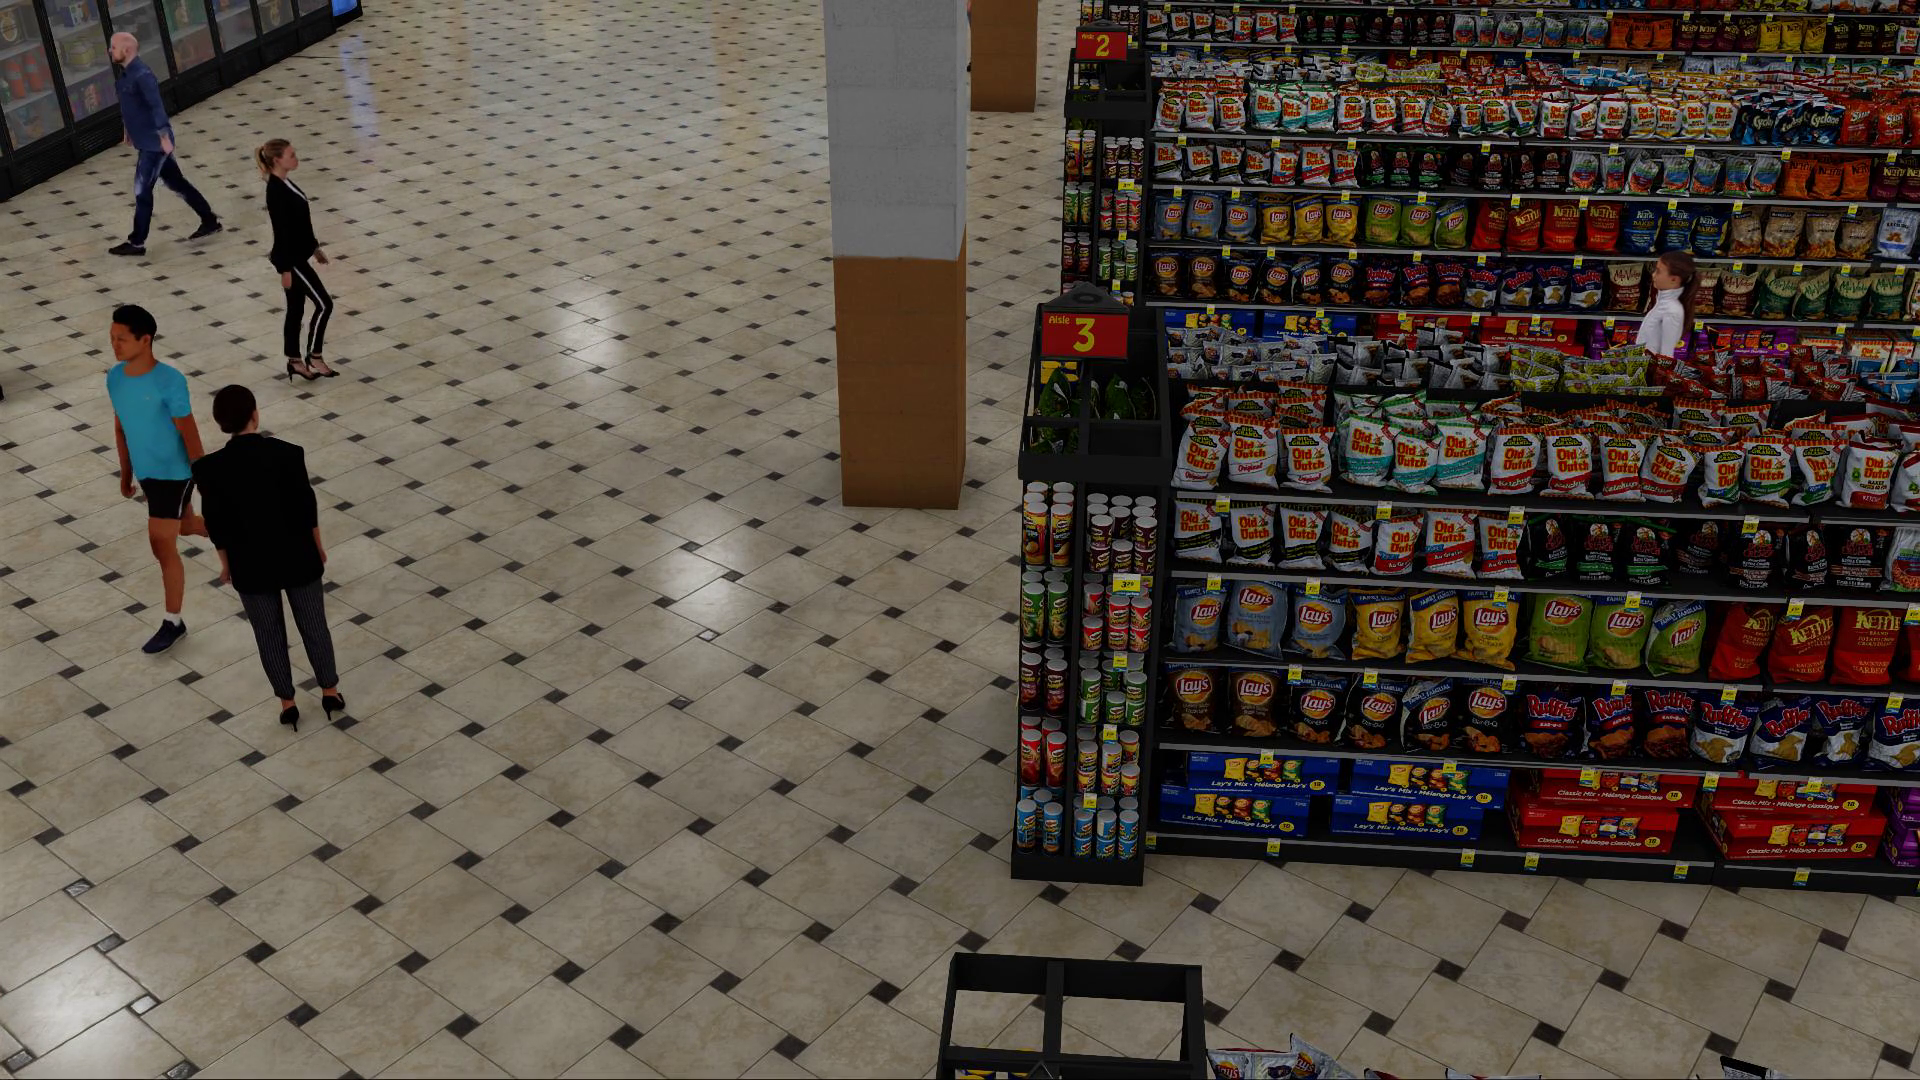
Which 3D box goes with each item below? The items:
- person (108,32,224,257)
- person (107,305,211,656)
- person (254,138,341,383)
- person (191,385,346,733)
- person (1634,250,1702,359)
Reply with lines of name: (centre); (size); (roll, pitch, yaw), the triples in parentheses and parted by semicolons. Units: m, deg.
person: (-6.577, -3.252, 13.707); (1.282, 1.777, 1.205); (-21, 35, -33)
person: (-3.963, -0.364, 8.453); (1.175, 1.742, 0.997); (14, 32, 24)
person: (-4.594, -1.856, 11.241); (0.761, 1.690, 0.719); (-11, 30, -19)
person: (-3.142, 0.103, 7.621); (0.666, 1.719, 0.787); (-10, 30, -18)
person: (4.049, -0.939, 9.699); (0.547, 1.558, 0.563); (6, 29, 11)
